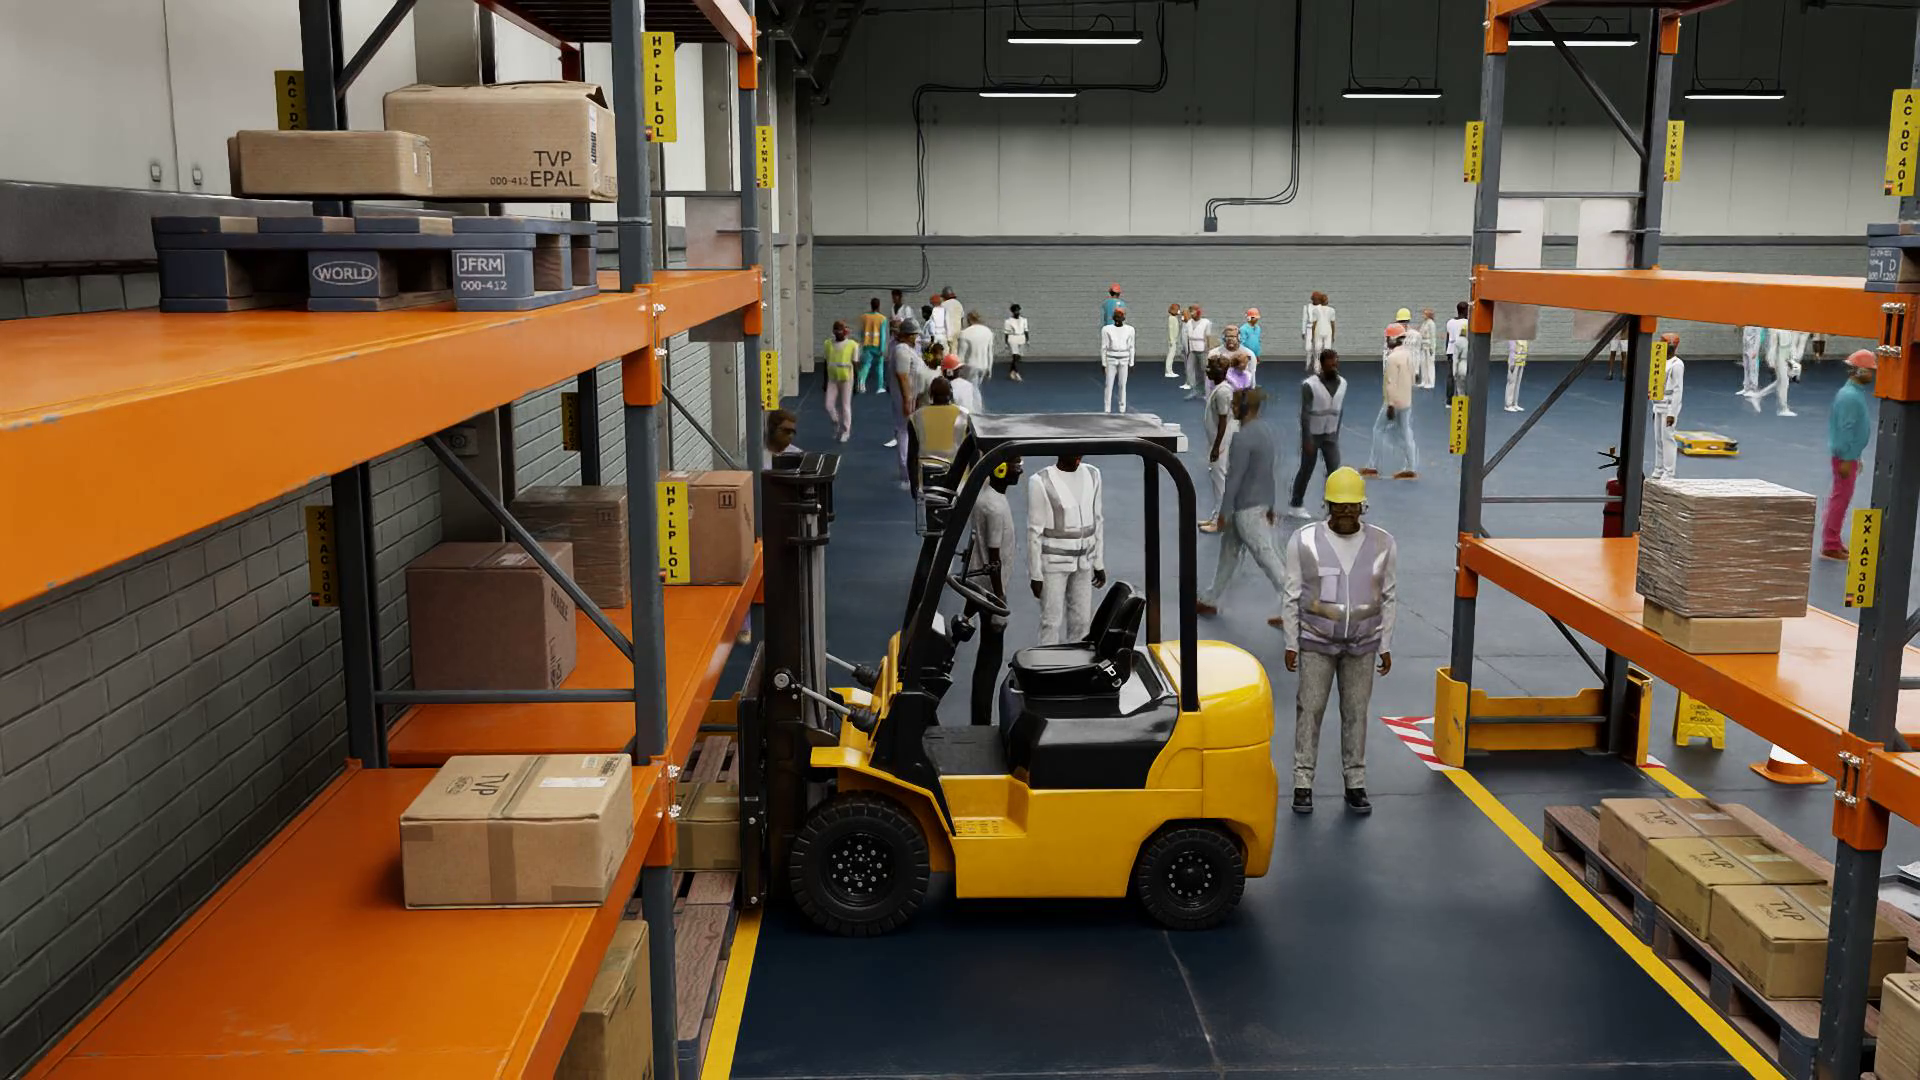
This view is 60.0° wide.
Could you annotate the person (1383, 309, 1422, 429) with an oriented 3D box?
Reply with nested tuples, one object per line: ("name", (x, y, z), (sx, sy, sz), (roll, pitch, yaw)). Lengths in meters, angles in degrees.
("person", (7.047, -2.724, 26.552), (0.584, 1.928, 0.367), (3, 11, 16))

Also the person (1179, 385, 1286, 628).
("person", (2.269, -0.265, 12.995), (1.063, 1.886, 0.645), (5, 11, 25))

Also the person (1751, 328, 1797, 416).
("person", (14.136, -3.100, 28.736), (0.765, 1.891, 0.601), (10, 14, 43))

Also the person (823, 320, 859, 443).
("person", (-1.777, -2.350, 24.731), (0.593, 1.826, 0.458), (4, 11, 21))

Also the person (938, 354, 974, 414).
("person", (-0.162, -1.235, 18.807), (0.767, 1.719, 0.577), (5, 12, 28))

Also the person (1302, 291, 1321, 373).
("person", (8.104, -4.746, 37.984), (0.595, 1.865, 0.427), (3, 11, 16))

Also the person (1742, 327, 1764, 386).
("person", (16.541, -4.124, 34.598), (0.342, 1.839, 0.517), (5, 11, 25))

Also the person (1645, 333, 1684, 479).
("person", (8.590, -1.574, 20.268), (0.350, 1.882, 0.583), (0, 10, 3))

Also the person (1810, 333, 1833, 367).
("person", (20.506, -5.091, 39.544), (0.634, 2.008, 0.792), (4, 11, 19))

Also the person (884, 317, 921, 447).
("person", (-0.854, -2.270, 24.085), (0.401, 1.904, 0.650), (-9, 14, -42))

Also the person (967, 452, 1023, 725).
("person", (0.209, 0.324, 9.779), (0.327, 1.861, 0.503), (-1, 10, -5))

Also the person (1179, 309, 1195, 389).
("person", (4.634, -3.885, 33.868), (0.289, 1.629, 0.500), (-2, 10, -10))

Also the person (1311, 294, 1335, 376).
("person", (7.987, -4.484, 36.605), (0.504, 1.839, 0.344), (2, 10, 9))

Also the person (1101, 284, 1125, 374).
("person", (3.494, -4.765, 37.600), (0.615, 2.041, 0.387), (8, 13, 39))

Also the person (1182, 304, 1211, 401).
("person", (4.451, -3.505, 31.212), (0.782, 1.800, 0.726), (-8, 13, -39))

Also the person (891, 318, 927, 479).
("person", (-0.606, -1.802, 21.100), (0.538, 2.000, 0.690), (0, 10, 2))

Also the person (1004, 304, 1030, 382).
("person", (1.193, -4.267, 35.889), (0.533, 1.663, 0.803), (-5, 12, -28))

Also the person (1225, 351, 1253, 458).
("person", (3.449, -1.593, 21.085), (0.532, 1.620, 0.608), (-8, 13, -39))

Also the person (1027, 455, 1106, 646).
("person", (0.679, 0.169, 10.596), (0.585, 1.880, 0.365), (-7, 13, -35))

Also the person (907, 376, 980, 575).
("person", (-0.153, -0.561, 14.887), (0.628, 1.802, 0.946), (2, 10, 10))

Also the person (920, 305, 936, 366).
("person", (-0.662, -3.945, 34.000), (0.320, 1.695, 0.531), (-4, 11, -23))

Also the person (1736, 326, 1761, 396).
("person", (15.364, -3.673, 32.359), (0.325, 1.740, 0.492), (0, 10, 1))

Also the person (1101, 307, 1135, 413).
("person", (2.670, -2.989, 28.151), (0.575, 1.883, 0.362), (-1, 10, -6))

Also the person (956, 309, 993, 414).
("person", (0.192, -2.715, 26.517), (0.646, 1.916, 0.514), (-8, 13, -39))

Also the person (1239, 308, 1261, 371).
("person", (5.497, -3.505, 31.420), (0.563, 1.742, 0.361), (-9, 14, -42))

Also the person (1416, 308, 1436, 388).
("person", (9.565, -3.919, 34.047), (0.348, 1.621, 0.537), (-1, 10, -4))

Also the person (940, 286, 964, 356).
("person", (-0.225, -4.580, 36.573), (0.580, 2.000, 0.752), (8, 13, 39))

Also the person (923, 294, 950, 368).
("person", (-0.549, -4.304, 35.509), (0.596, 1.864, 0.643), (-6, 12, -29))

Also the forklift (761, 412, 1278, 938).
("forklift", (0.291, 0.548, 7.580), (2.313, 2.155, 1.214), (0, 10, -2))

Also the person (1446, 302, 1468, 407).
("person", (8.968, -3.316, 29.874), (0.384, 1.918, 0.596), (-5, 11, -26))

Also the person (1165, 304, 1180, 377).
("person", (4.718, -4.417, 36.831), (0.279, 1.627, 0.499), (3, 11, 17))

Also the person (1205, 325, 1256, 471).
("person", (3.516, -1.834, 21.651), (0.654, 1.906, 0.408), (1, 10, 8))

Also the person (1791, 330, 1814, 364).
("person", (19.490, -4.848, 38.480), (0.690, 1.896, 0.550), (3, 11, 17))

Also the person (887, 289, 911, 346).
("person", (-1.338, -4.590, 36.891), (0.653, 1.951, 0.403), (7, 12, 35))

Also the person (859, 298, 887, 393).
("person", (-1.741, -3.831, 32.831), (0.597, 1.893, 0.767), (4, 11, 20))

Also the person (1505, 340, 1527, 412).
("person", (9.833, -3.085, 29.363), (0.311, 1.638, 0.523), (9, 13, 41))

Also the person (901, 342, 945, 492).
("person", (-0.296, -1.430, 19.689), (1.014, 1.805, 0.494), (5, 11, 26))

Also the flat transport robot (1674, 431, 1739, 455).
("flat transport robot", (10.568, -1.392, 23.743), (0.652, 0.197, 1.431), (1, 10, 8))

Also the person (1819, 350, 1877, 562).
("person", (8.373, -0.789, 15.677), (0.395, 1.968, 0.686), (5, 11, 27))

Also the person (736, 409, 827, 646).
("person", (-1.340, -0.065, 12.118), (0.624, 1.781, 0.950), (-6, 12, -30))

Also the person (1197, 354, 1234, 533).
("person", (2.646, -0.993, 17.138), (0.345, 1.846, 0.508), (1, 10, 6))

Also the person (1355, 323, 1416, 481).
("person", (5.402, -1.741, 20.956), (0.902, 1.958, 0.641), (9, 13, 40))

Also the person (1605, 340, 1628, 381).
("person", (14.220, -4.393, 35.819), (0.543, 1.939, 0.361), (6, 12, 28))

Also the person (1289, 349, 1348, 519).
("person", (3.870, -1.104, 17.712), (0.625, 1.863, 1.004), (-5, 11, -25))

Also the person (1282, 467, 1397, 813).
("person", (1.985, 0.525, 8.716), (0.590, 1.833, 0.404), (0, 10, 1))
